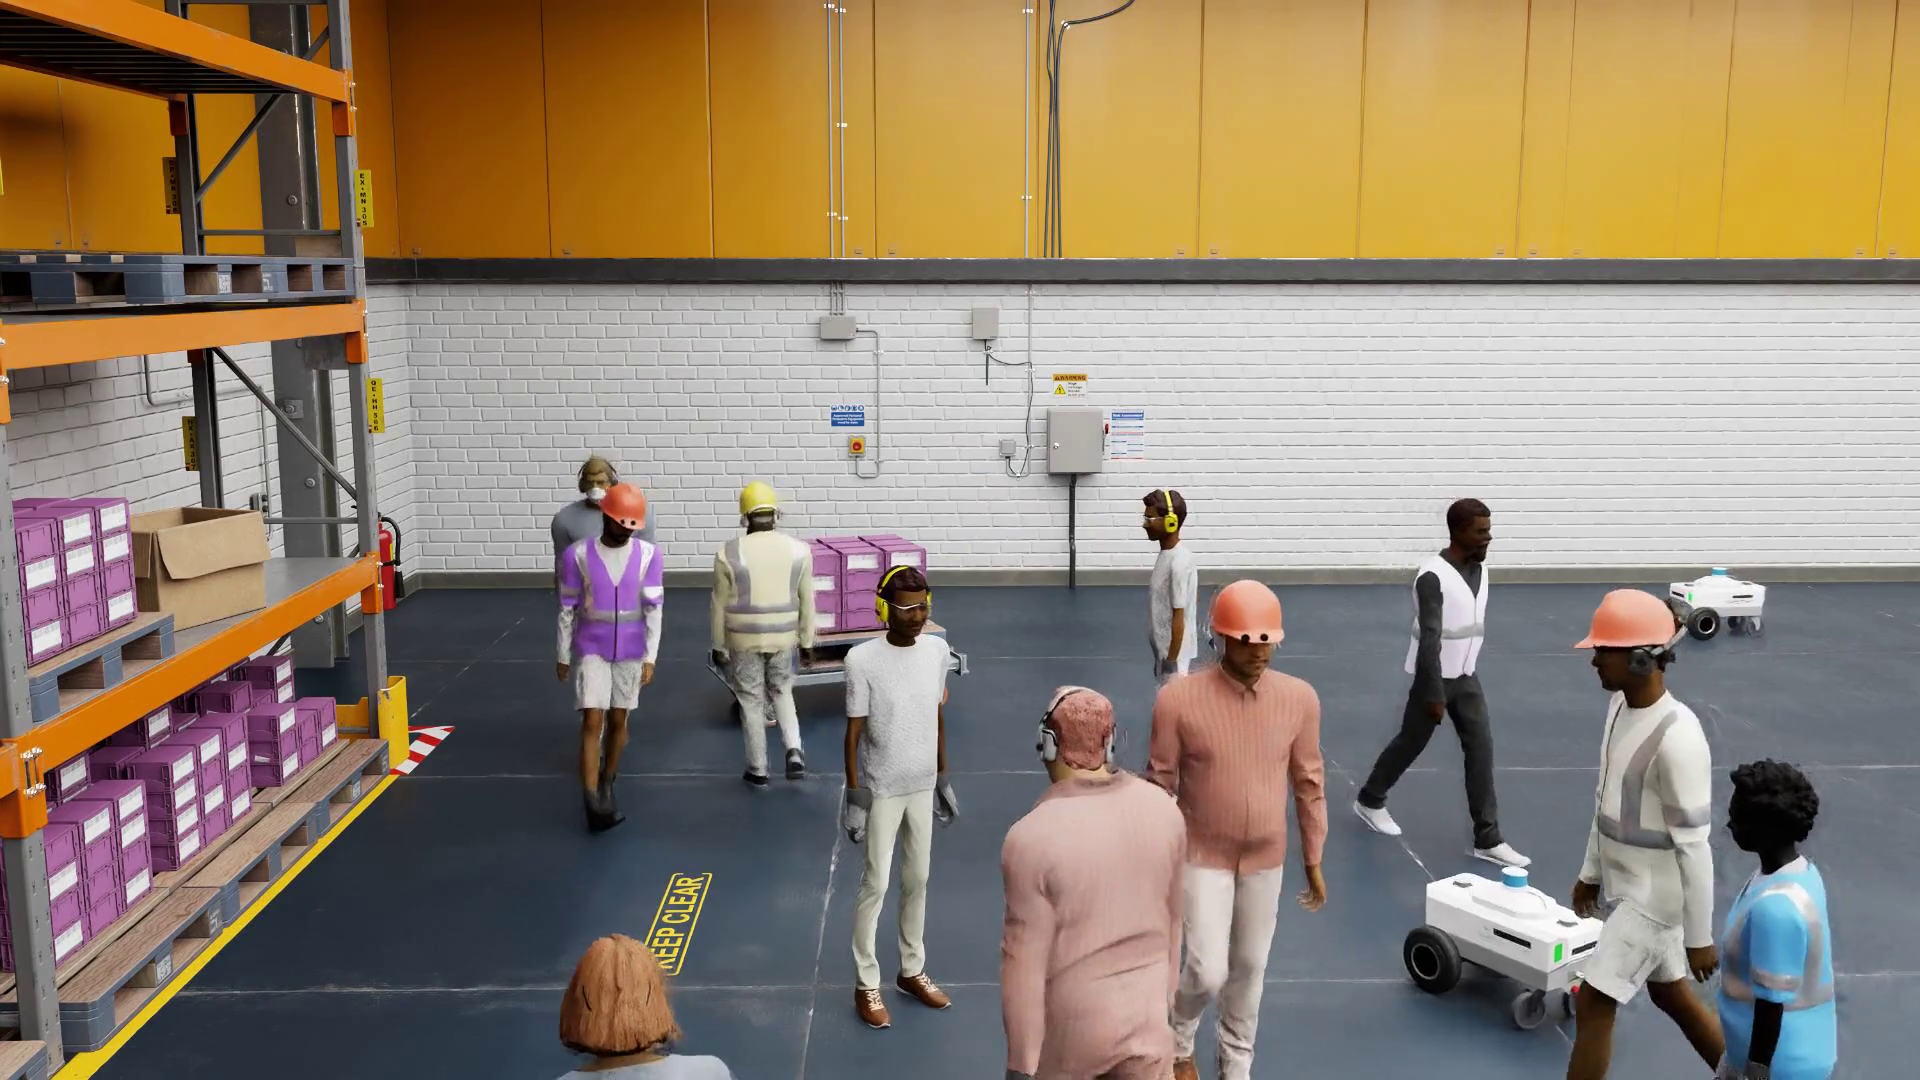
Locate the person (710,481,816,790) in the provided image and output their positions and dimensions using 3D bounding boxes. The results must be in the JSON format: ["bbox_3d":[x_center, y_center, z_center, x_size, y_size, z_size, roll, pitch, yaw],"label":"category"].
[{"bbox_3d":[-1.147,0.564,9.651,0.586,1.810,0.426,-5,10,-26],"label":"person"}]

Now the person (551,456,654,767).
[{"bbox_3d":[-2.181,0.431,10.250,0.635,1.884,1.014,-2,10,-13],"label":"person"}]

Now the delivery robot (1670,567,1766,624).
[{"bbox_3d":[6.282,0.471,13.793,0.707,0.478,0.477,-1,9,-7],"label":"delivery robot"}]

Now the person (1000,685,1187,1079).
[{"bbox_3d":[0.406,1.356,4.714,0.693,1.855,0.988,-6,11,-32],"label":"person"}]

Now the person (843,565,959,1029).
[{"bbox_3d":[-0.237,1.018,6.732,0.534,1.861,0.309,-7,11,-36],"label":"person"}]

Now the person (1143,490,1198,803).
[{"bbox_3d":[1.122,0.646,9.023,0.312,1.859,0.513,0,9,1],"label":"person"}]

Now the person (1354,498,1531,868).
[{"bbox_3d":[2.512,0.701,8.666,0.602,1.877,1.002,-8,12,-40],"label":"person"}]

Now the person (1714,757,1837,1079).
[{"bbox_3d":[2.393,1.443,4.694,0.703,1.668,0.540,5,10,27],"label":"person"}]

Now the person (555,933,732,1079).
[{"bbox_3d":[-0.708,1.653,3.656,0.515,1.593,0.838,-3,10,-20],"label":"person"}]

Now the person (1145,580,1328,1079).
[{"bbox_3d":[0.968,1.106,5.828,0.630,1.978,0.449,-2,10,-14],"label":"person"}]

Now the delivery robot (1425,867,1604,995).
[{"bbox_3d":[2.285,1.599,6.879,0.477,0.478,0.707,-6,11,-34],"label":"delivery robot"}]

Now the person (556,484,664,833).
[{"bbox_3d":[-1.880,0.633,9.048,0.575,1.873,0.853,-3,10,-20],"label":"person"}]

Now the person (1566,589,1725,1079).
[{"bbox_3d":[2.335,1.154,5.532,1.003,2.005,0.611,1,9,8],"label":"person"}]
